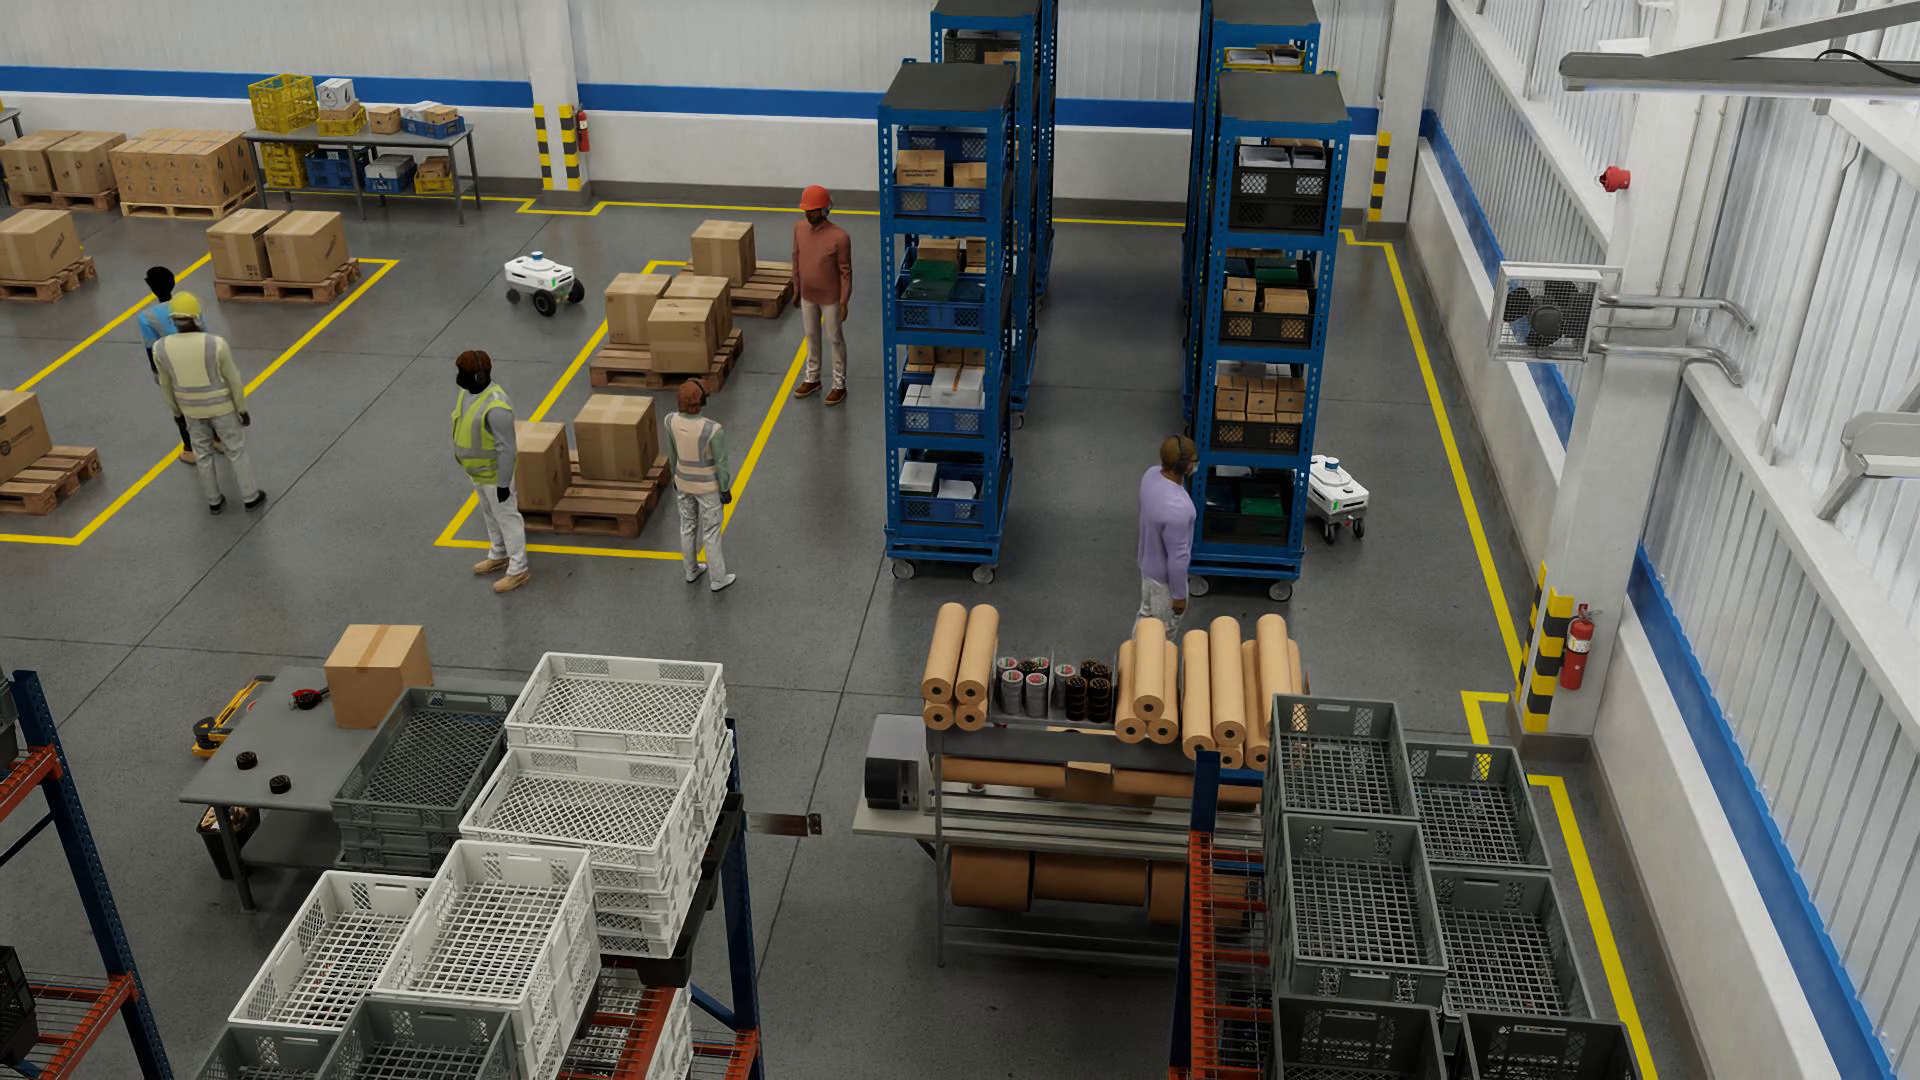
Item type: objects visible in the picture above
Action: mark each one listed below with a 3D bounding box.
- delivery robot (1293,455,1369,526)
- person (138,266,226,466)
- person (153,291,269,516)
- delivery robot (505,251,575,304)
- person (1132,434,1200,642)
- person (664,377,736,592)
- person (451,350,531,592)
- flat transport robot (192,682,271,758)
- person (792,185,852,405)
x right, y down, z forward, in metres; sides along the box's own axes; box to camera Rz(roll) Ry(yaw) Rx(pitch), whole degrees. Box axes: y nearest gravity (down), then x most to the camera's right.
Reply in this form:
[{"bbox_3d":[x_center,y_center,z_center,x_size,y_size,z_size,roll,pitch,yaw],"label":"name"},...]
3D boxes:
[{"bbox_3d":[2.879,-0.409,12.979,0.477,0.478,0.707,-11,32,-18],"label":"delivery robot"},{"bbox_3d":[-6.414,-1.442,13.723,0.318,1.690,0.527,25,39,36],"label":"person"},{"bbox_3d":[-5.830,-1.046,12.914,0.608,1.824,0.404,-2,30,-4],"label":"person"},{"bbox_3d":[-4.270,-2.688,16.893,0.707,0.478,0.477,17,34,27],"label":"delivery robot"},{"bbox_3d":[1.318,0.202,10.655,0.356,1.936,0.638,-6,31,-10],"label":"person"},{"bbox_3d":[-1.875,-0.392,11.977,0.514,1.634,0.313,16,34,25],"label":"person"},{"bbox_3d":[-3.394,-0.513,11.975,0.429,1.846,0.625,-21,36,-32],"label":"person"},{"bbox_3d":[-4.089,1.163,10.648,1.431,0.197,0.652,3,30,6],"label":"flat transport robot"},{"bbox_3d":[-1.229,-2.165,14.663,0.611,1.995,0.378,17,34,27],"label":"person"}]
